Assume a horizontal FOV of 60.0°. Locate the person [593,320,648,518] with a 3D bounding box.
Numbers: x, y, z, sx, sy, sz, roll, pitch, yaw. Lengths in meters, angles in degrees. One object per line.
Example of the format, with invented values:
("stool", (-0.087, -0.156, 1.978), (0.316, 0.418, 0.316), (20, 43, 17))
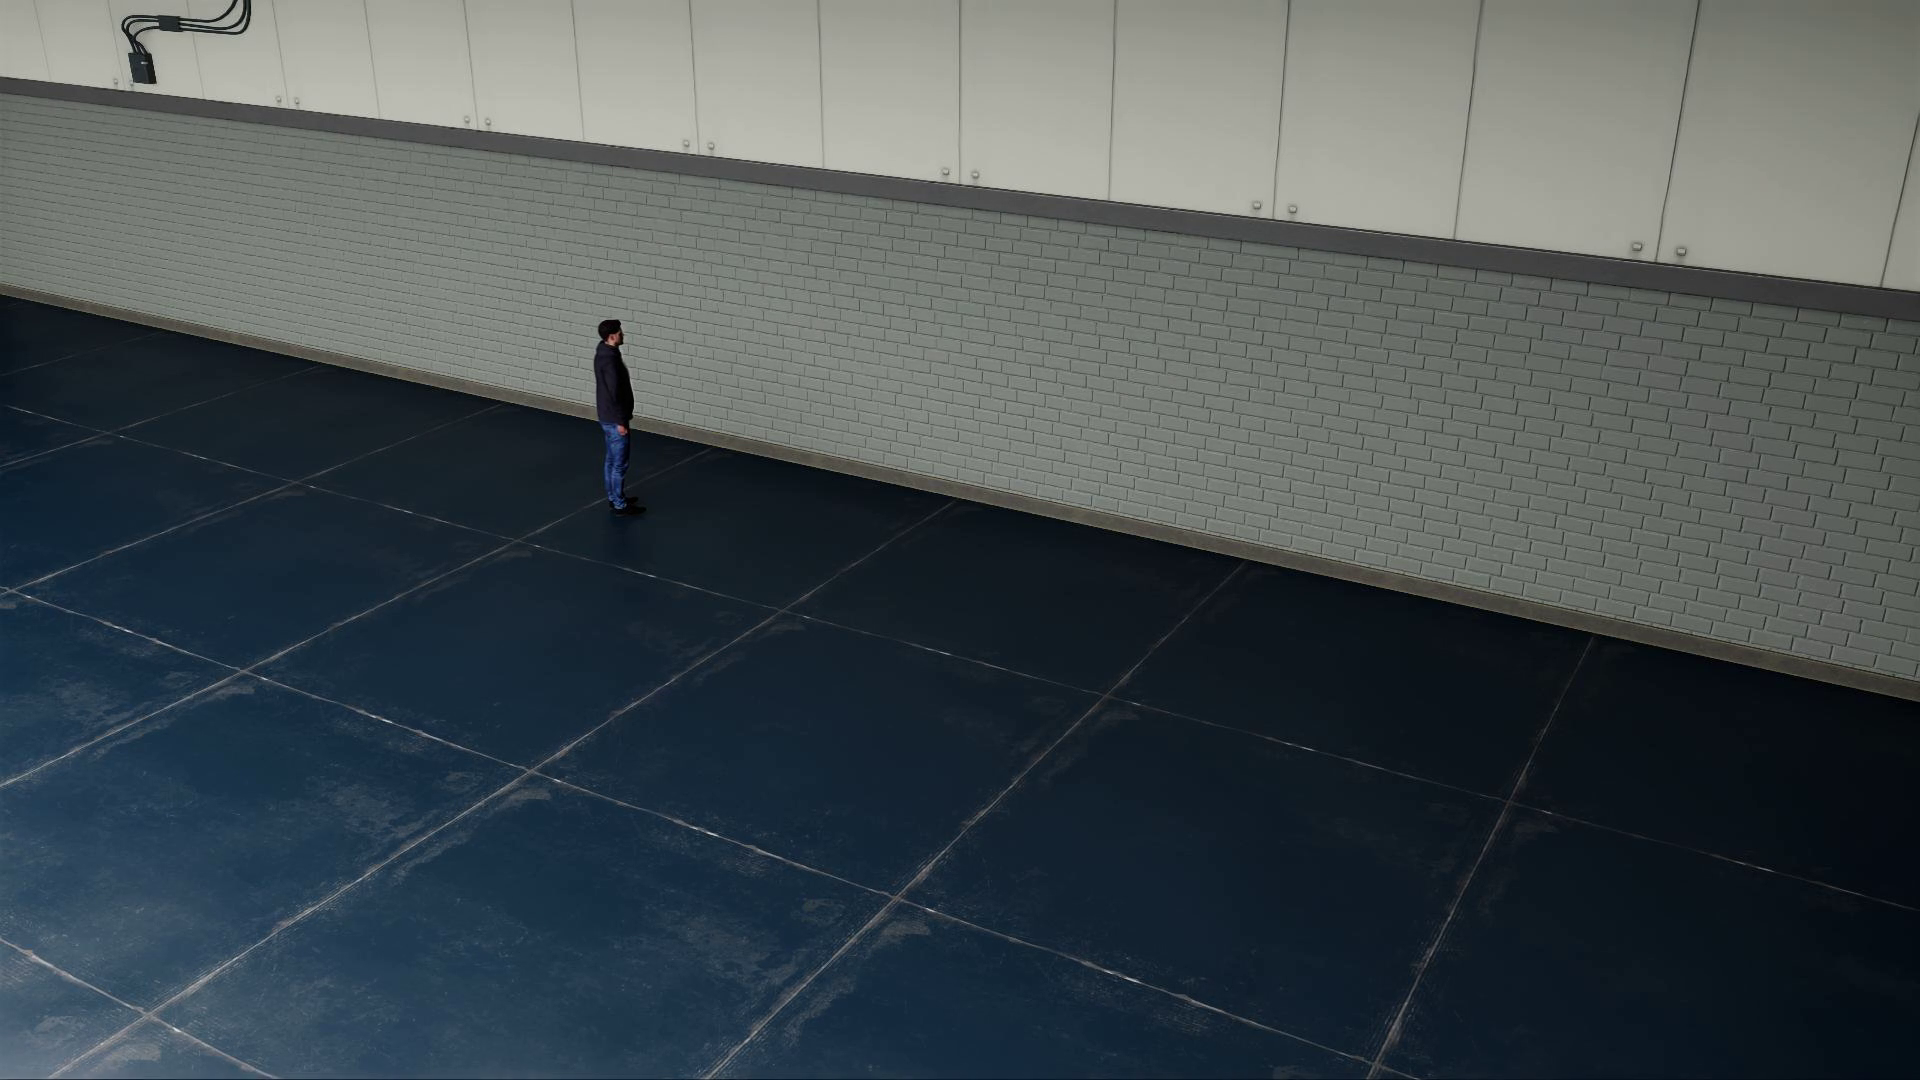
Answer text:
("person", (-3.259, -1.157, 15.657), (0.780, 1.895, 0.759), (-10, 25, -22))
